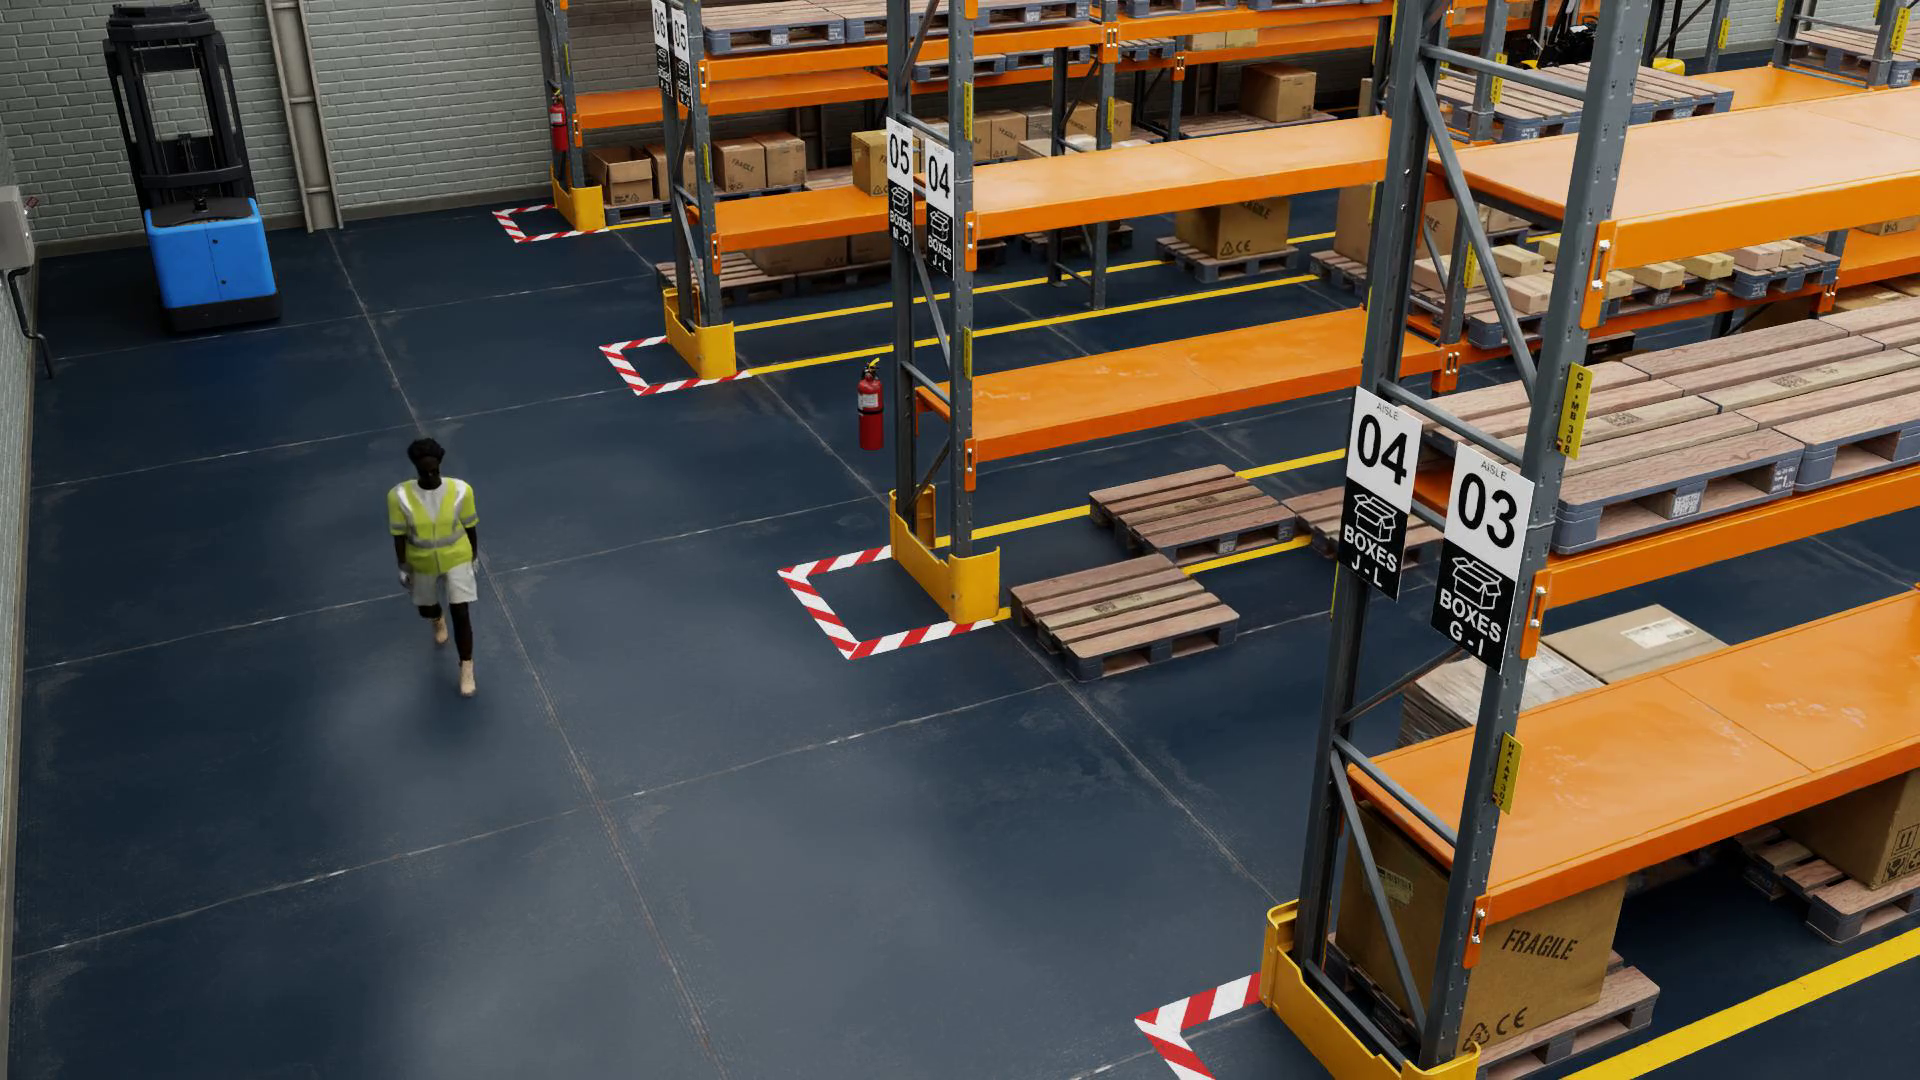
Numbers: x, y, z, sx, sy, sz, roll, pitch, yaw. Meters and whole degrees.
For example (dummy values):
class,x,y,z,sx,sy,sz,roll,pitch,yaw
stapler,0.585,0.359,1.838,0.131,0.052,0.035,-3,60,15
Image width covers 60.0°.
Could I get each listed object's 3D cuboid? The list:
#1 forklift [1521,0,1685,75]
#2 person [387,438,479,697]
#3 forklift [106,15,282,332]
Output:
class,x,y,z,sx,sy,sz,roll,pitch,yaw
forklift,8.950,-6.807,23.056,1.214,2.155,2.313,-12,30,-22
person,-3.247,0.096,10.384,0.528,1.673,0.728,-7,28,-13
forklift,-7.548,-3.672,16.323,1.129,2.768,1.873,-12,30,-22
